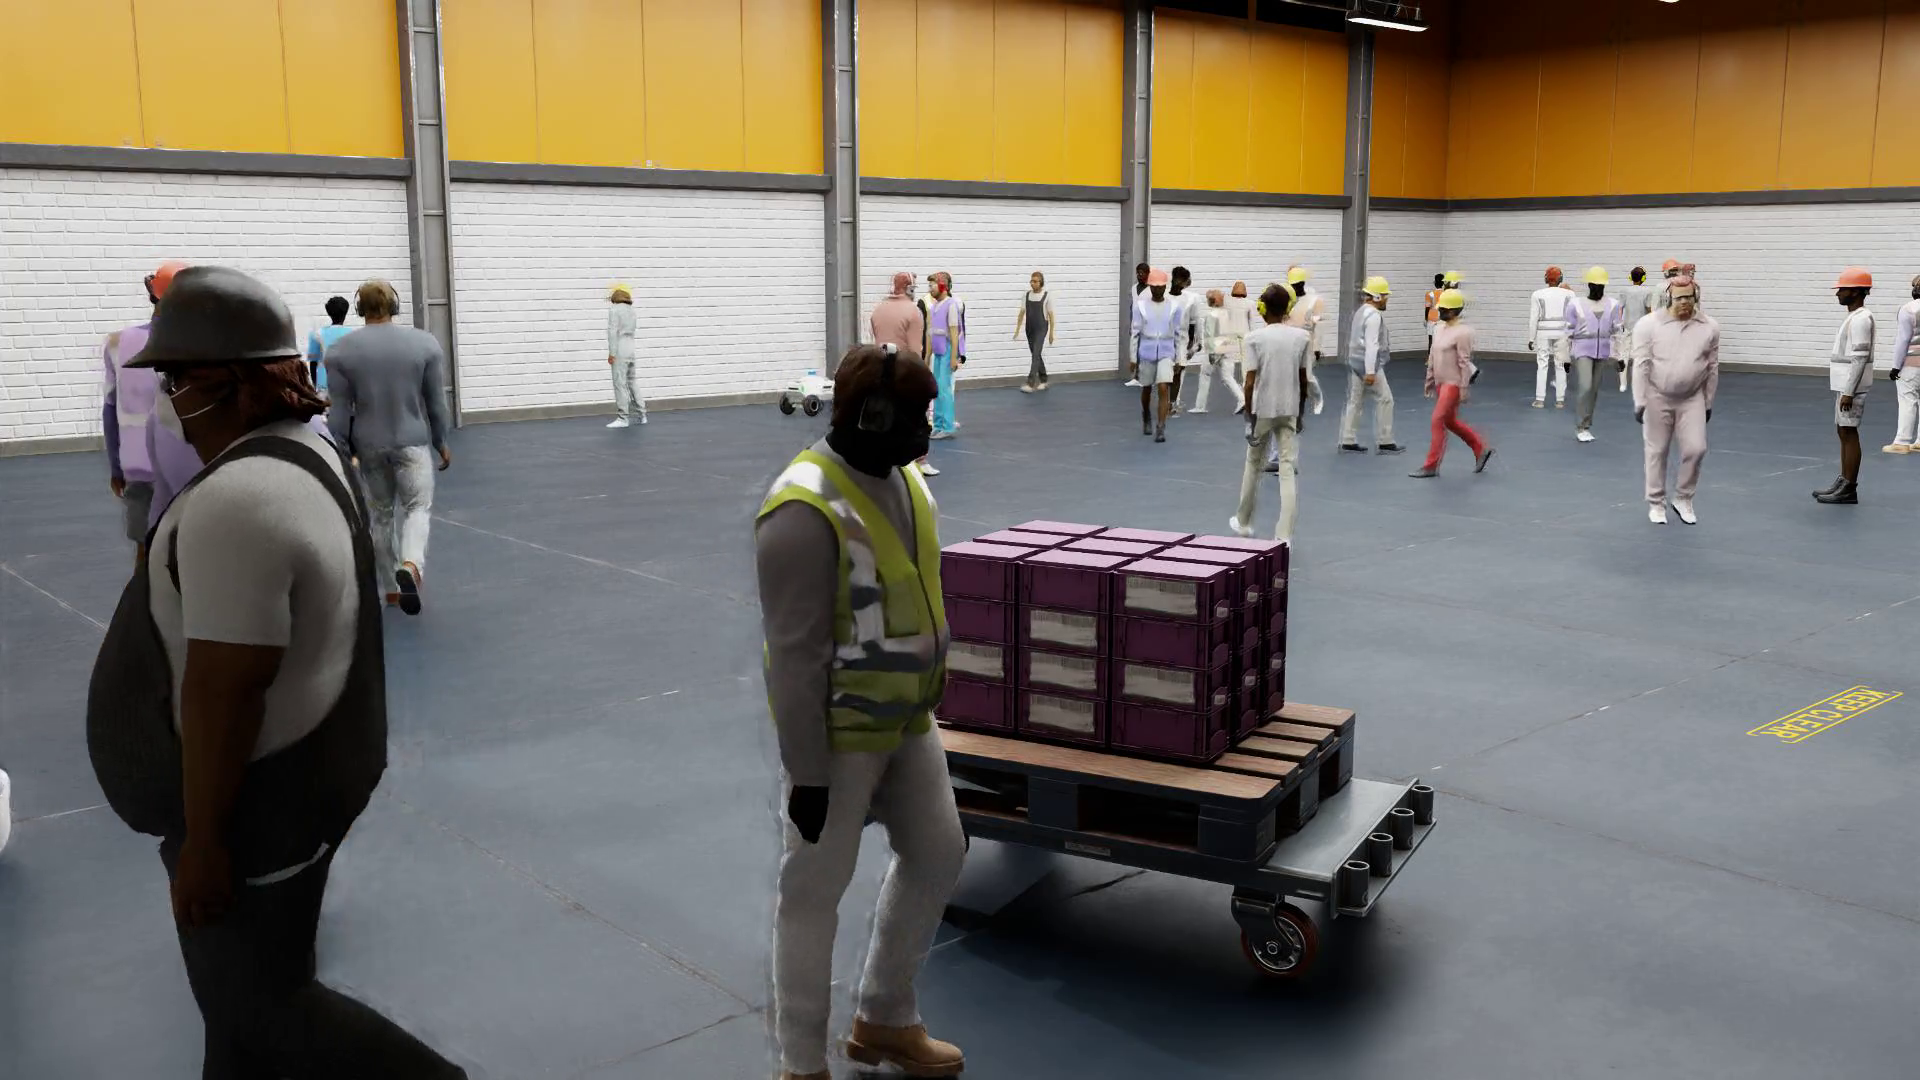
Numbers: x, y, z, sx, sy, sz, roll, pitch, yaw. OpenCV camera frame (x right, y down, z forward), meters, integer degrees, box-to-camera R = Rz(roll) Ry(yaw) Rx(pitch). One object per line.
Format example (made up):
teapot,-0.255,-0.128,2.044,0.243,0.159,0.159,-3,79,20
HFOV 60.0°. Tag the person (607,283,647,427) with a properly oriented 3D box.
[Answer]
person,-3.982,-2.195,19.806,0.373,1.701,0.605,3,10,19

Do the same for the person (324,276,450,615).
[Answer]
person,-3.208,-0.517,9.348,0.642,1.920,0.791,-3,10,-14

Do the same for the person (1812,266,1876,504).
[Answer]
person,7.263,-1.261,13.624,0.361,1.938,0.546,4,10,22

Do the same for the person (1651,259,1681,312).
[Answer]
person,10.978,-3.356,25.785,0.642,1.965,0.658,0,10,-2

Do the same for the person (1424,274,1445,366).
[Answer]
person,8.783,-4.035,30.560,0.541,1.699,0.315,0,10,-2

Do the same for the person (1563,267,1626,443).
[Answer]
person,6.924,-2.004,18.101,0.592,1.899,0.735,-1,10,-4

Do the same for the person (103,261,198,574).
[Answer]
person,-3.796,-0.312,7.927,0.715,1.998,0.442,3,10,19

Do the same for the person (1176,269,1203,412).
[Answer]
person,2.903,-2.598,21.677,0.570,1.854,0.793,6,12,33

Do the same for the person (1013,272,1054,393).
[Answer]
person,1.147,-3.098,24.825,0.533,1.803,0.986,6,11,32

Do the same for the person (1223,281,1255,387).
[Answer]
person,4.288,-3.161,25.635,0.507,1.633,0.276,1,10,6

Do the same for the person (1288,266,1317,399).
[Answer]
person,4.745,-2.930,23.545,0.657,1.873,1.058,-1,10,-4

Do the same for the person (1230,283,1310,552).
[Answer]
person,2.175,-0.866,11.638,0.520,1.830,0.929,-1,10,-6

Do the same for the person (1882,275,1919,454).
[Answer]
person,9.806,-1.799,17.055,0.625,1.844,0.429,-3,10,-17

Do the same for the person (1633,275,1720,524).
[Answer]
person,5.381,-1.039,12.517,0.638,1.878,0.482,2,10,10

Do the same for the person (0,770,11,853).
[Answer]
person,-3.278,0.250,5.082,0.513,1.846,0.793,-1,10,-5

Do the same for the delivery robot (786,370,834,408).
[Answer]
delivery robot,-1.895,-1.930,21.308,0.477,0.478,0.707,7,12,37

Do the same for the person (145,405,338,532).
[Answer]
person,-2.078,0.233,4.915,0.635,1.922,0.512,3,10,19

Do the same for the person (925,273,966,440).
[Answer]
person,-0.175,-2.032,18.455,0.454,1.830,0.585,-3,10,-19

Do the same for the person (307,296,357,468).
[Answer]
person,-5.806,-1.447,15.556,0.536,1.648,0.861,-4,11,-24

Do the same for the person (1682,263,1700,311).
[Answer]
person,12.353,-3.757,28.363,0.399,1.903,0.648,-4,11,-24

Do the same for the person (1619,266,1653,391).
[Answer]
person,10.082,-3.144,24.843,0.519,1.874,0.326,7,12,36

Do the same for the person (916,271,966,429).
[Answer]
person,-0.206,-2.226,19.556,0.624,1.845,0.430,-4,11,-24

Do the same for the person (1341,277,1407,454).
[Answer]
person,4.276,-1.769,16.980,0.768,1.800,0.621,0,10,-3

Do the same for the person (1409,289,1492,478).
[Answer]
person,4.541,-1.432,15.210,0.794,1.731,0.537,-2,10,-12

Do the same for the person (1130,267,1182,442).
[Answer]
person,2.163,-2.058,18.405,0.555,1.910,0.901,1,10,4

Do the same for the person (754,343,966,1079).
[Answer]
person,-0.219,0.456,3.912,0.526,1.819,0.718,5,11,27

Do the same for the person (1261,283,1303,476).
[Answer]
person,2.974,-1.478,15.388,0.309,1.772,0.525,-4,11,-23

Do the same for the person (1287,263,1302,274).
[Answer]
person,5.311,-3.416,26.334,0.566,1.906,0.650,9,13,41

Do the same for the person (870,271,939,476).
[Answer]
person,-0.504,-1.500,15.182,0.657,1.877,0.773,8,13,41

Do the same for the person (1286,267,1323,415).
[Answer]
person,4.262,-2.451,20.769,0.601,1.889,0.804,7,12,35

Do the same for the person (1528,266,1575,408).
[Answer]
person,7.906,-2.706,22.244,0.575,1.883,0.362,2,10,10

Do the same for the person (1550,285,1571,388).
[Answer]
person,9.200,-3.108,25.450,0.512,1.590,0.846,0,10,0

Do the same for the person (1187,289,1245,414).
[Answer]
person,3.330,-2.407,21.274,0.782,1.609,0.513,8,12,38

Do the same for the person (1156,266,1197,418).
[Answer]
person,2.693,-2.524,21.130,0.612,1.912,1.017,1,10,6

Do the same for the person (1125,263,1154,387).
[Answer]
person,2.861,-3.339,25.861,0.392,1.915,0.590,-7,12,-36

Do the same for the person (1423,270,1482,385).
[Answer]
person,7.695,-3.283,25.844,0.802,1.810,0.597,2,10,10
